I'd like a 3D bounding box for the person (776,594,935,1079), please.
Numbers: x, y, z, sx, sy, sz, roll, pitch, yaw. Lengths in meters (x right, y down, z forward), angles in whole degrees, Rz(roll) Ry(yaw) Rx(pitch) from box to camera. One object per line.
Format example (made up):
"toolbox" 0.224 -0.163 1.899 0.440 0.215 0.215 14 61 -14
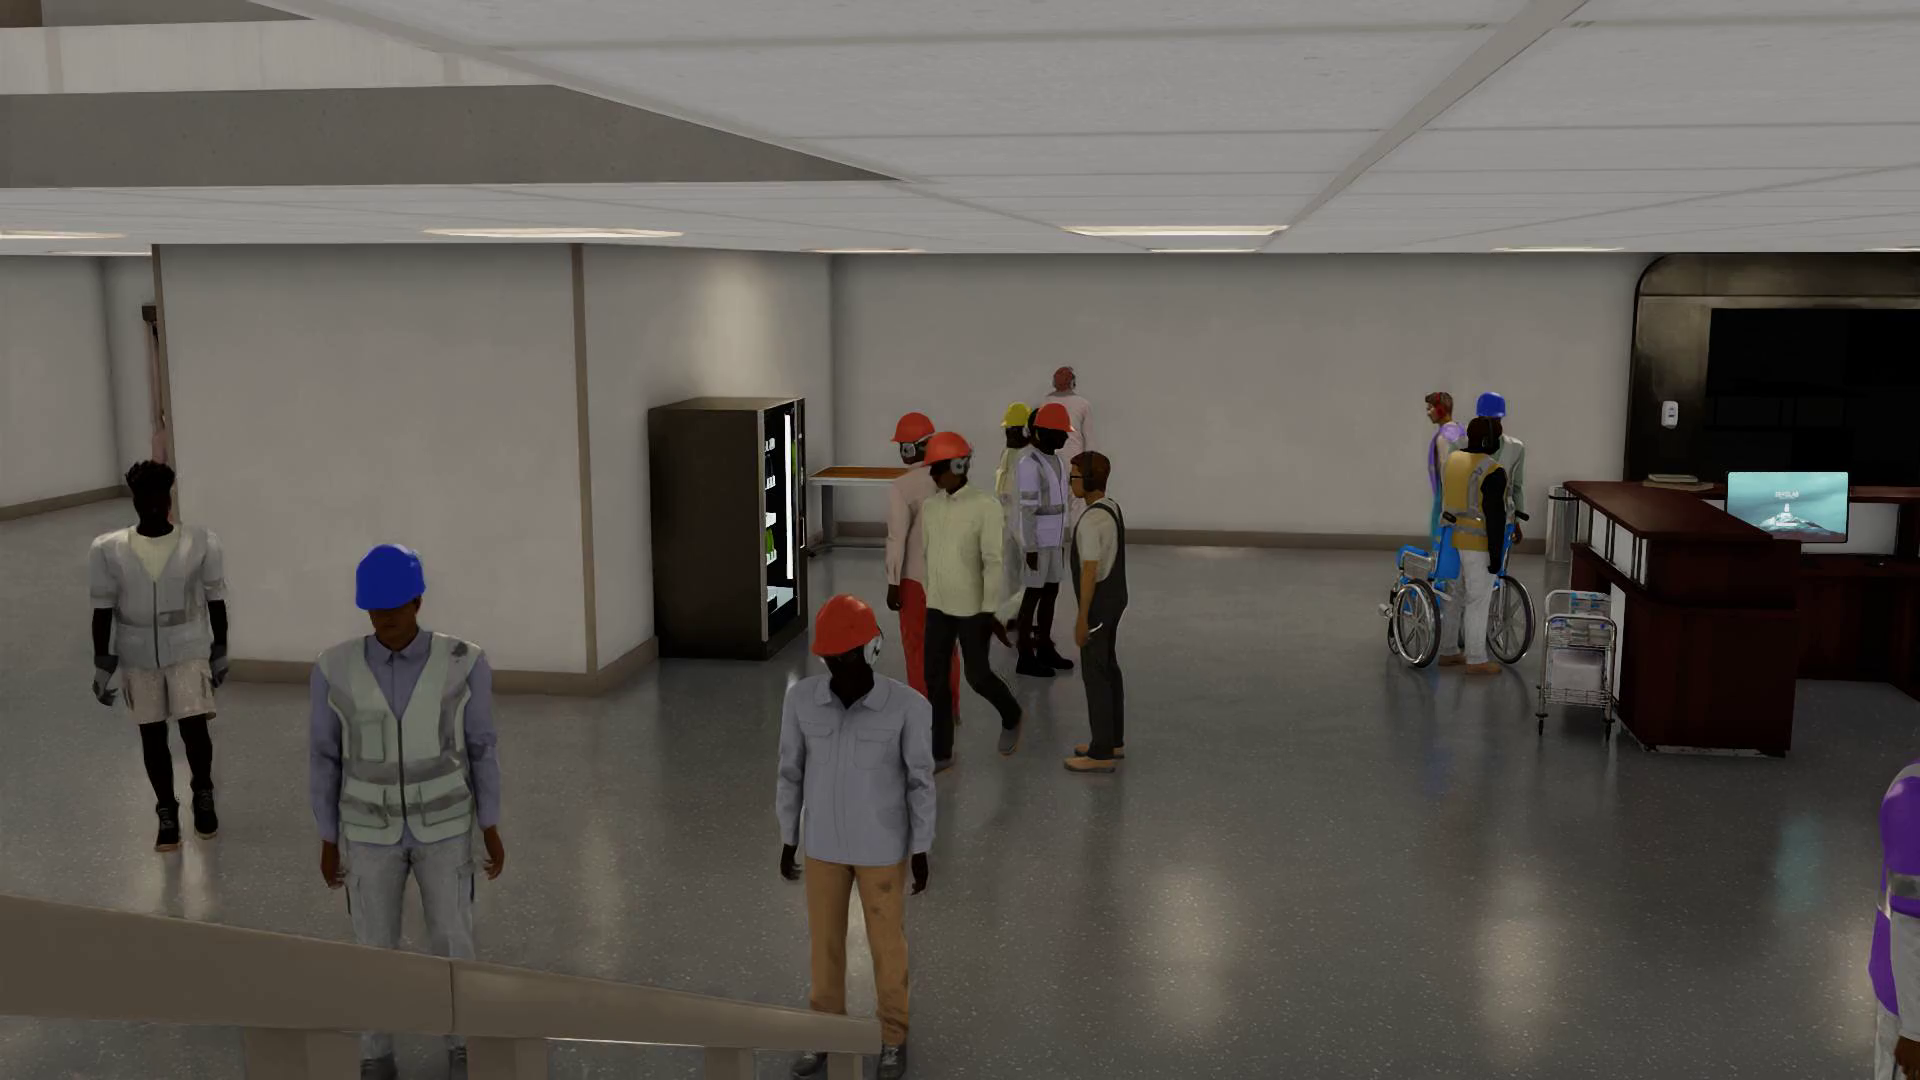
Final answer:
"person" -0.377 1.043 5.805 0.573 1.750 0.344 3 10 16

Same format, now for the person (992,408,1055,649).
"person" 0.471 -0.060 12.316 0.505 1.848 0.591 -2 9 -13

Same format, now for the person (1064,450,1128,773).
"person" 0.777 0.404 9.497 0.345 1.838 0.502 3 10 18

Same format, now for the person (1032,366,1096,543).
"person" 1.035 -0.758 16.425 0.636 1.911 0.406 3 10 18

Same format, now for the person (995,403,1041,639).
"person" 0.470 -0.146 12.889 0.404 1.829 0.600 -7 11 -36

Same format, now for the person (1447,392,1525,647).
"person" 3.953 -0.149 12.546 0.615 1.945 0.406 -1 9 -4

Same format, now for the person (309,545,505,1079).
"person" -1.878 0.973 5.674 0.629 1.942 0.422 -2 9 -14

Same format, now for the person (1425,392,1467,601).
"person" 4.186 -0.361 14.264 0.433 1.827 0.581 6 11 32

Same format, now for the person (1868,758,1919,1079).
"person" 2.600 1.187 4.358 0.543 1.932 0.370 -9 13 -43

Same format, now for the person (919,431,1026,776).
"person" 0.019 0.360 9.462 0.633 1.956 0.787 7 12 38

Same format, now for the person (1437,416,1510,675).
"person" 3.642 0.038 11.762 0.429 1.837 0.626 -3 10 -20

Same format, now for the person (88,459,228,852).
"person" -3.900 0.567 8.130 0.598 1.942 0.426 -3 10 -17

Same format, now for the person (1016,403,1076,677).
"person" 0.621 -0.004 11.728 0.384 1.929 0.547 6 11 31

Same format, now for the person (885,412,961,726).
"person" -0.247 0.207 10.252 0.415 1.985 0.611 7 12 38
